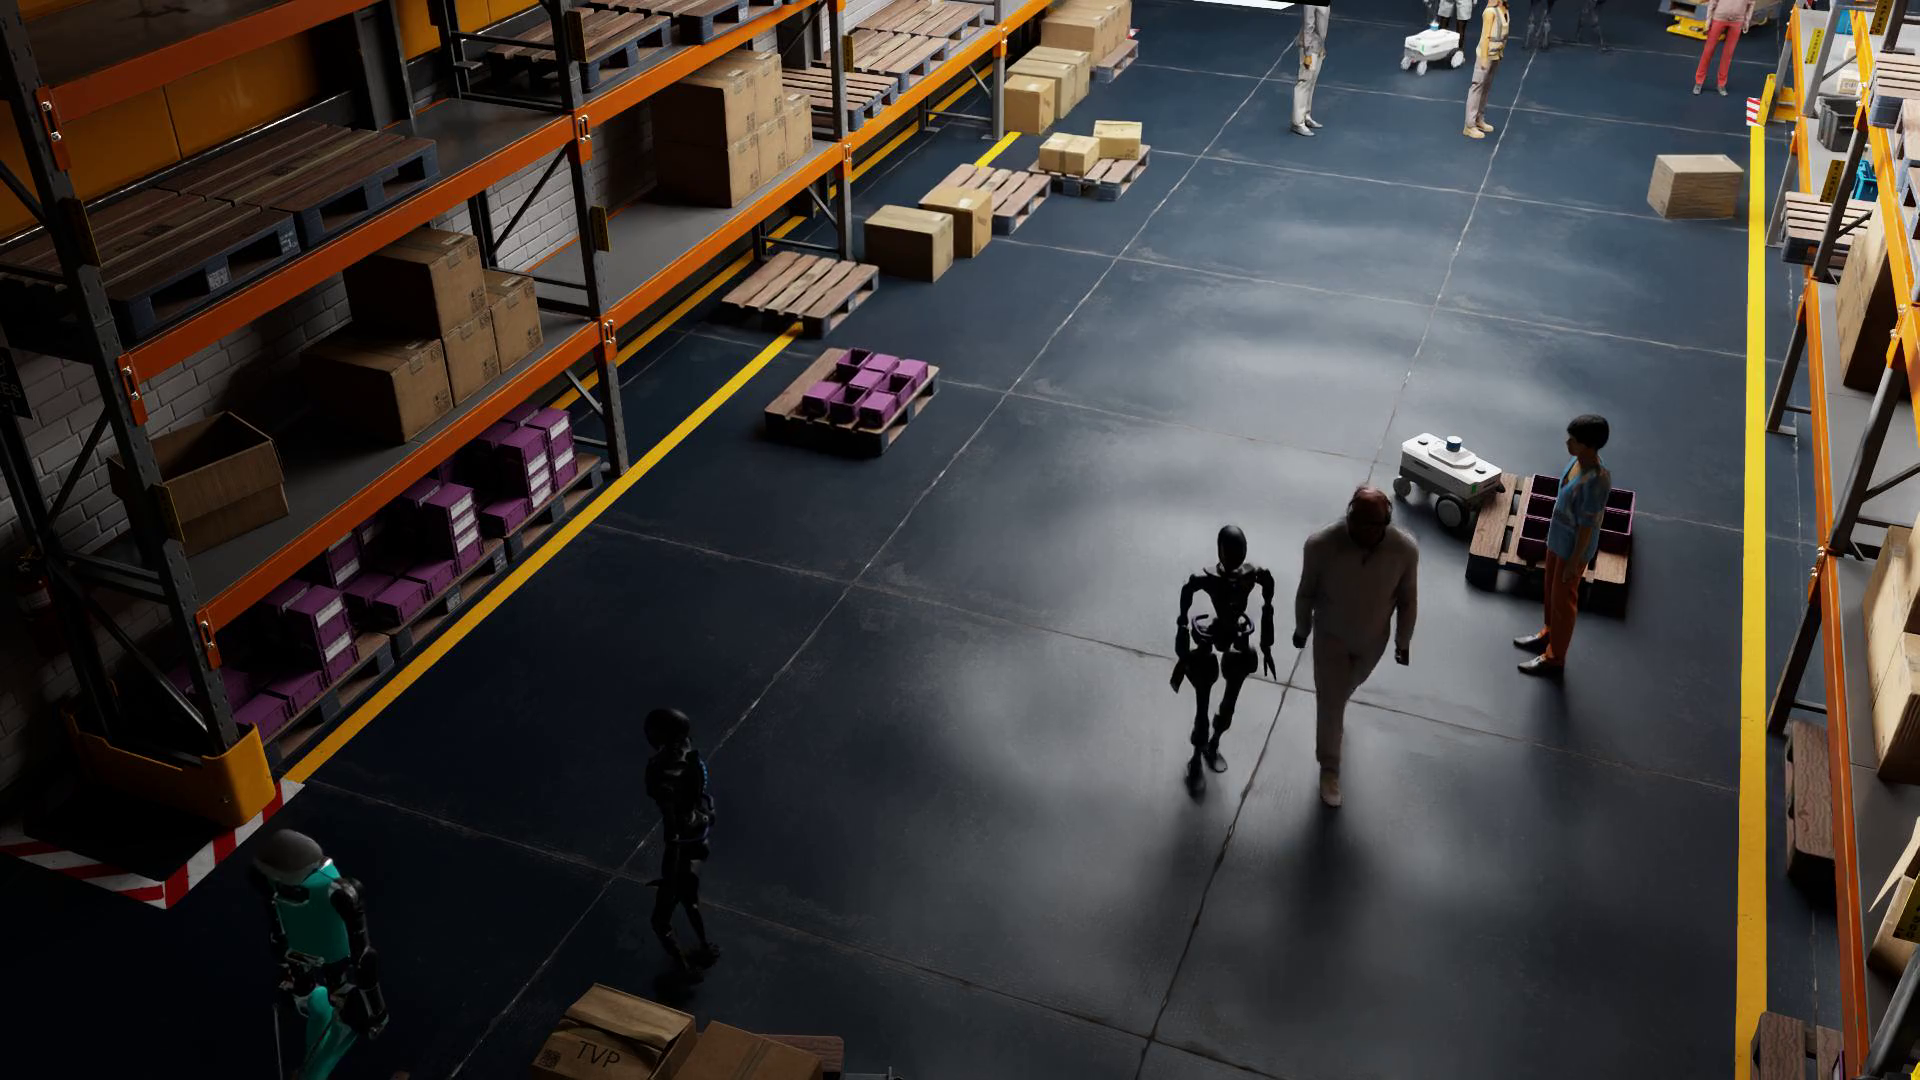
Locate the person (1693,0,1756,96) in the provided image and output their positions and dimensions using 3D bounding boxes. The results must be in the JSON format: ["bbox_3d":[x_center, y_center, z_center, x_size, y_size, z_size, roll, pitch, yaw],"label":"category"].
[{"bbox_3d":[9.132,-6.175,19.770,0.521,1.768,0.308,5,33,8],"label":"person"}]

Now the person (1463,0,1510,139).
[{"bbox_3d":[5.932,-5.400,18.564,0.322,1.771,0.471,23,39,31],"label":"person"}]

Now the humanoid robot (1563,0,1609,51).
[{"bbox_3d":[8.201,-7.135,21.372,0.535,1.644,0.591,7,33,10],"label":"humanoid robot"}]

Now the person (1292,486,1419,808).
[{"bbox_3d":[2.214,0.483,9.375,0.654,1.865,0.964,0,33,1],"label":"person"}]

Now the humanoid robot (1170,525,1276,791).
[{"bbox_3d":[1.489,0.646,9.295,0.603,1.653,0.421,-5,33,-7],"label":"humanoid robot"}]

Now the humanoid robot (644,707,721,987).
[{"bbox_3d":[-1.355,1.454,8.037,0.345,1.646,0.613,1,33,1],"label":"humanoid robot"}]

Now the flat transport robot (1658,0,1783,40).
[{"bbox_3d":[10.218,-6.989,22.407,1.431,0.231,0.659,-25,40,-33],"label":"flat transport robot"}]

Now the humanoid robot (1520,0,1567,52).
[{"bbox_3d":[7.487,-7.100,21.286,0.601,1.653,0.353,8,34,13],"label":"humanoid robot"}]

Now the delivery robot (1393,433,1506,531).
[{"bbox_3d":[3.551,-0.453,12.044,0.499,0.611,0.809,-22,39,-30],"label":"delivery robot"}]

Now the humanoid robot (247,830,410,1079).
[{"bbox_3d":[-2.803,2.105,7.028,0.539,1.776,1.033,12,35,17],"label":"humanoid robot"}]

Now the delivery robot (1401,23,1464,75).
[{"bbox_3d":[5.939,-6.176,20.904,0.815,0.614,0.499,-20,38,-28],"label":"delivery robot"}]

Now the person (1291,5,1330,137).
[{"bbox_3d":[3.938,-5.502,18.606,0.395,1.899,0.529,16,36,23],"label":"person"}]

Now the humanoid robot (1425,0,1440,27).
[{"bbox_3d":[6.379,-7.610,22.041,0.778,1.802,0.539,-26,41,-34],"label":"humanoid robot"}]

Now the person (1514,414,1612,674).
[{"bbox_3d":[3.713,0.023,10.185,0.339,1.759,0.491,2,33,3],"label":"person"}]

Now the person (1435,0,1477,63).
[{"bbox_3d":[6.256,-6.840,20.869,0.536,1.692,0.319,24,40,32],"label":"person"}]
